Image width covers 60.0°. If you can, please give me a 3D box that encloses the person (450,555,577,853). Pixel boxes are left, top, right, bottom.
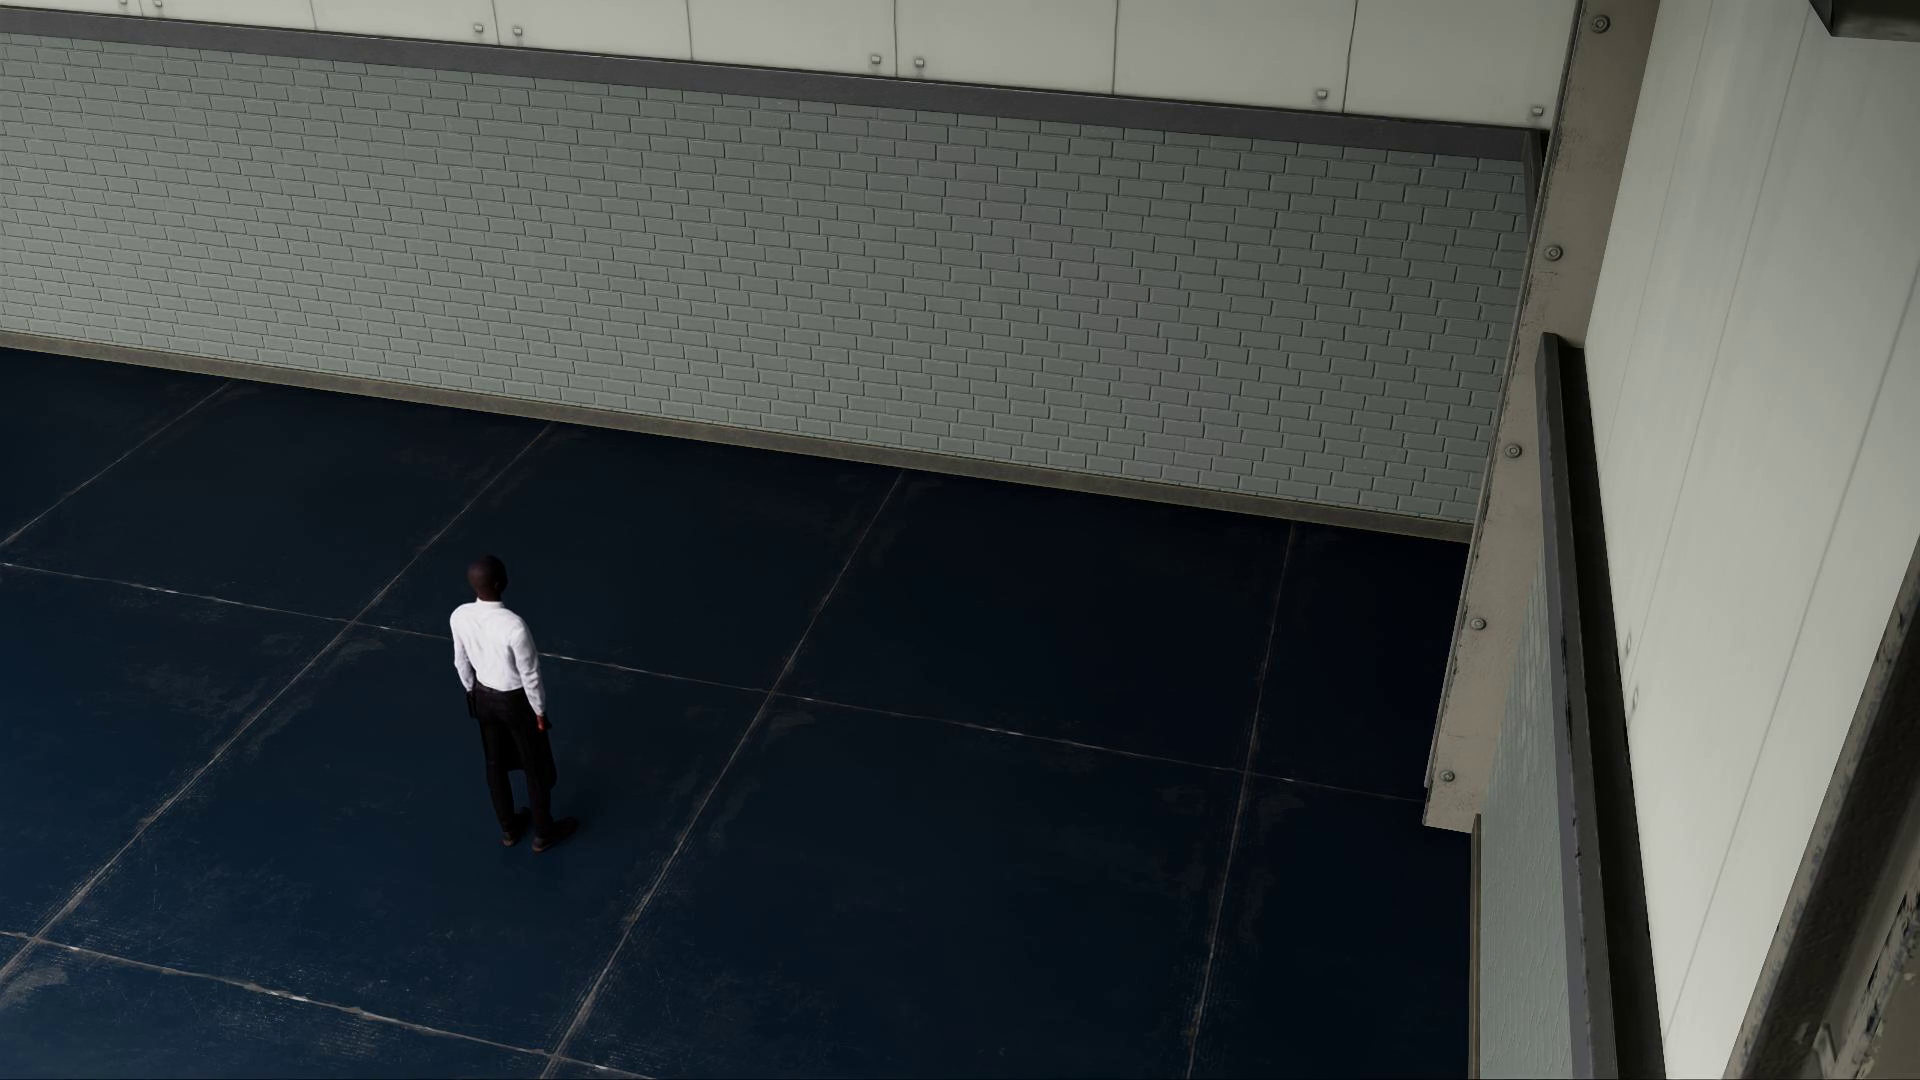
[{"bbox_3d":[-2.437,0.891,8.933,0.651,1.835,0.554,11,34,17],"label":"person"}]
